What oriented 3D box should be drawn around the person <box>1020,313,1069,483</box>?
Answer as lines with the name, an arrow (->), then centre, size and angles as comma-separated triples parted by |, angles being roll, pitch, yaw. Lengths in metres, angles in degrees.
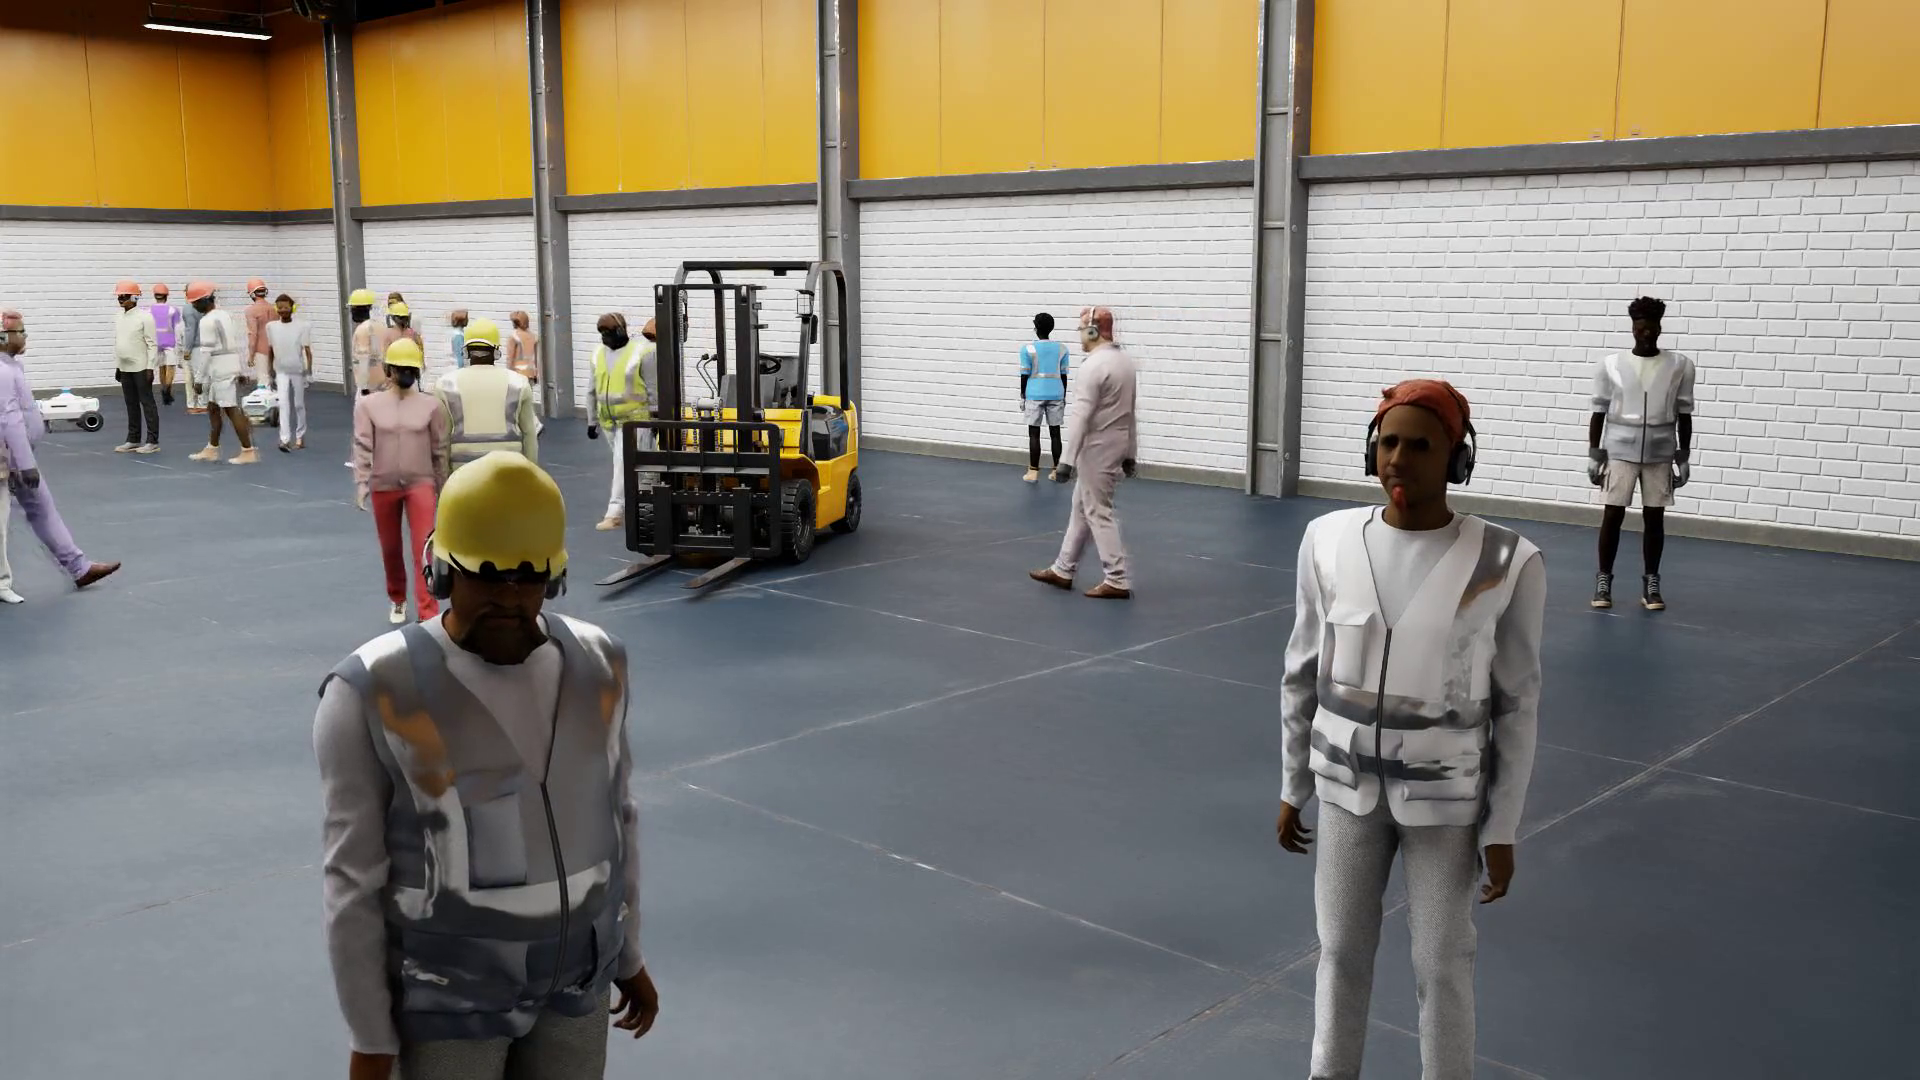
person -> 0.838, -1.413, 16.556 | 0.536, 1.690, 0.321 | -3, 10, -20

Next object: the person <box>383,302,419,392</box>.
person -> -6.870, -2.053, 20.390 | 0.932, 1.717, 0.549 | 8, 12, 40

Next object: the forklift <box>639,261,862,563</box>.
forklift -> -1.552, -1.040, 12.721 | 1.214, 2.155, 2.313 | 2, 9, 11

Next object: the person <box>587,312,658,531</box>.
person -> -2.770, -1.013, 13.839 | 0.628, 1.785, 0.999 | 4, 10, 25

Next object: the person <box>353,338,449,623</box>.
person -> -3.258, -0.314, 9.728 | 0.524, 1.723, 0.853 | -3, 10, -17

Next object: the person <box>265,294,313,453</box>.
person -> -7.776, -1.930, 19.319 | 0.524, 1.826, 0.985 | -2, 9, -12

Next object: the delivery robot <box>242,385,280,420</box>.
delivery robot -> -9.421, -1.856, 22.447 | 0.477, 0.478, 0.707 | -1, 9, -6

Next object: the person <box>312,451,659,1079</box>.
person -> -0.777, 0.754, 2.857 | 0.586, 1.824, 0.403 | -9, 13, -44

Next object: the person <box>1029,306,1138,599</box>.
person -> 0.770, -0.561, 10.752 | 0.789, 1.869, 0.678 | 4, 10, 22

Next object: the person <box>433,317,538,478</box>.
person -> -2.852, -0.422, 10.037 | 0.600, 1.830, 0.403 | -3, 10, -17

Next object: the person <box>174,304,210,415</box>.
person -> -11.200, -2.651, 24.356 | 0.531, 1.619, 0.454 | -3, 10, -16

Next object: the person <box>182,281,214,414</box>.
person -> -11.118, -2.800, 24.290 | 0.371, 1.941, 0.627 | 1, 9, 8

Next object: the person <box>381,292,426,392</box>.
person -> -7.381, -2.386, 22.126 | 0.543, 1.819, 0.530 | 0, 9, -1

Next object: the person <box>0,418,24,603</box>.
person -> -6.139, -0.384, 10.400 | 0.311, 1.636, 0.521 | 6, 11, 32

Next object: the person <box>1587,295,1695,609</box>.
person -> 4.235, -0.539, 10.383 | 0.616, 1.957, 0.379 | 3, 10, 16

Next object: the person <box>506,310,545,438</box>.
person -> -5.371, -2.017, 20.467 | 0.670, 1.621, 0.532 | 4, 10, 24

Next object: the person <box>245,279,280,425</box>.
person -> -9.500, -2.559, 22.673 | 0.402, 1.985, 0.613 | 3, 10, 18

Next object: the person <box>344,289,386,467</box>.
person -> -6.259, -1.710, 17.712 | 0.639, 1.908, 0.589 | -1, 9, -4

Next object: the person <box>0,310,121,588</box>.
person -> -6.032, -0.544, 10.713 | 0.997, 1.850, 0.665 | -5, 10, -27

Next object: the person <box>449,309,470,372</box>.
person -> -6.408, -2.138, 21.204 | 0.631, 1.621, 0.516 | -3, 10, -17

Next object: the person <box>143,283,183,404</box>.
person -> -12.514, -3.080, 26.122 | 0.554, 1.912, 0.865 | -2, 10, -13

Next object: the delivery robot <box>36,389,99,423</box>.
delivery robot -> -11.621, -1.726, 21.650 | 0.707, 0.478, 0.477 | -7, 11, -36

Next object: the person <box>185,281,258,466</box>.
person -> -8.011, -1.767, 17.792 | 0.901, 1.987, 0.668 | -1, 9, -4

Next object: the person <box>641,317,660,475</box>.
person -> -3.098, -1.460, 17.008 | 0.498, 1.633, 0.283 | 8, 12, 40

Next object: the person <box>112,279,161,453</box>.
person -> -9.518, -1.994, 19.176 | 0.611, 1.996, 0.378 | 4, 10, 24

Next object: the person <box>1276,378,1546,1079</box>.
person -> 0.979, 0.583, 3.717 | 0.576, 1.885, 0.355 | 6, 11, 33
